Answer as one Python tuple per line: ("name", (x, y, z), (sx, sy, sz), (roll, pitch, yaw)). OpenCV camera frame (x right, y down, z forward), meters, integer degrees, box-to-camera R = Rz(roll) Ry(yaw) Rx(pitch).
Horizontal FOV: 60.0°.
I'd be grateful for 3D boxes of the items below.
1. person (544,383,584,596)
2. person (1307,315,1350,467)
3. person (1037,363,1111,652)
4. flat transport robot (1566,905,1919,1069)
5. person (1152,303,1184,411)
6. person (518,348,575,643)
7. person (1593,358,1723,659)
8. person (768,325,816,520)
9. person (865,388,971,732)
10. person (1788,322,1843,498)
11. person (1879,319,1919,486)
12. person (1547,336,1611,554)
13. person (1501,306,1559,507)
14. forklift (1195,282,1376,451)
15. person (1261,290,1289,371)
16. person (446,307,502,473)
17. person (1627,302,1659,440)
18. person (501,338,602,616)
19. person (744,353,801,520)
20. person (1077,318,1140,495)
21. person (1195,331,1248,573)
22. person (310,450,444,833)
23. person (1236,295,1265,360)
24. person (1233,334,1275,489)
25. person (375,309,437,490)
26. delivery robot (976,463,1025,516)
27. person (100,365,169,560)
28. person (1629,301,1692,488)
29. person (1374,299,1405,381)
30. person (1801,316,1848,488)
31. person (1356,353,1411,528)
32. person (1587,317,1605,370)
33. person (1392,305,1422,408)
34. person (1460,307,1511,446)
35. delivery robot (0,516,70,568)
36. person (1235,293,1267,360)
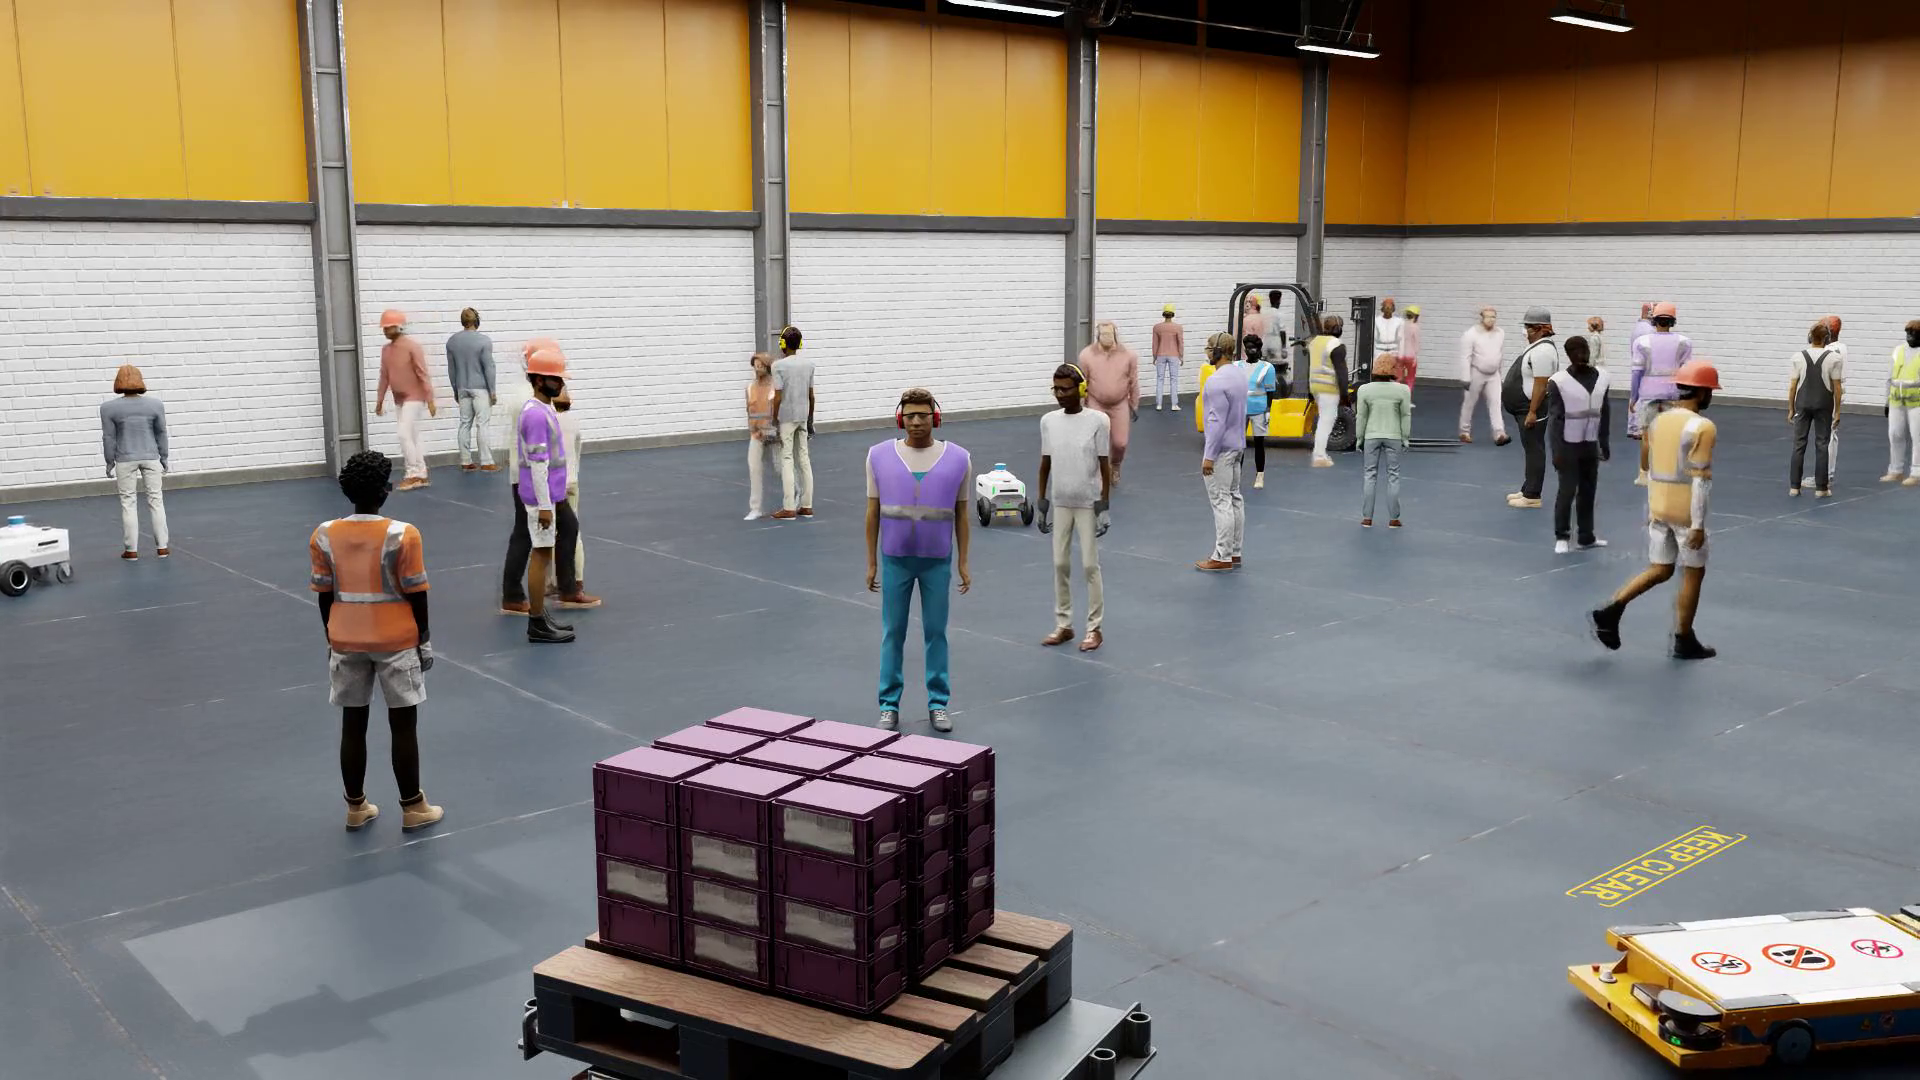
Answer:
("person", (-3.044, -0.387, 12.479), (0.310, 1.613, 0.587), (4, 11, 23))
("person", (4.453, -1.789, 20.040), (0.530, 1.827, 0.628), (-3, 10, -17))
("person", (0.733, -0.212, 10.740), (0.527, 1.856, 0.343), (5, 11, 28))
("flat transport robot", (2.848, 1.466, 5.532), (1.431, 0.197, 0.652), (-2, 10, -11))
("person", (3.411, -2.995, 27.266), (0.533, 1.772, 0.299), (3, 10, 19))
("person", (-2.717, -0.293, 10.964), (0.373, 1.933, 0.550), (-2, 10, -12))
("person", (4.410, -0.179, 10.399), (0.728, 1.913, 0.546), (-2, 10, -14))
("person", (-1.625, -1.130, 16.054), (0.530, 1.871, 0.323), (-9, 13, -42))
("person", (-0.224, 0.107, 8.879), (0.563, 1.848, 0.390), (0, 10, -3))
("person", (8.976, -1.358, 17.478), (0.505, 1.840, 0.344), (7, 12, 37))
("person", (10.555, -1.526, 18.460), (0.429, 1.841, 0.635), (-5, 11, -27))
("person", (5.338, -0.816, 14.246), (0.813, 1.870, 0.369), (-4, 11, -24))
("person", (5.770, -1.356, 16.877), (0.538, 2.000, 0.683), (3, 10, 17))
("forklift", (4.328, -2.346, 22.227), (2.313, 2.155, 1.214), (3, 10, 16))
("person", (5.463, -3.376, 28.936), (0.407, 1.953, 0.642), (-7, 12, -35))
("person", (-5.695, -1.750, 19.488), (0.628, 1.940, 0.373), (3, 10, 20))
("person", (9.499, -2.339, 23.028), (0.407, 1.904, 0.655), (1, 10, 8))
("person", (-2.878, -0.430, 11.673), (0.818, 1.956, 0.651), (0, 10, -2))
("person", (-1.831, -1.021, 16.189), (0.518, 1.617, 0.731), (5, 11, 27))
("person", (1.570, -1.420, 17.700), (0.688, 1.883, 0.477), (0, 10, 2))
("person", (2.111, -0.706, 13.369), (0.354, 1.937, 0.635), (5, 11, 28))
("person", (-2.559, 0.452, 7.300), (0.532, 1.696, 0.319), (1, 10, 7))
("person", (4.607, -2.941, 26.552), (0.410, 1.909, 0.642), (5, 11, 28))
("person", (3.160, -1.398, 18.131), (0.533, 1.698, 0.318), (5, 11, 26))
("person", (-6.039, -1.510, 18.006), (0.698, 1.962, 0.702), (7, 12, 35))
("delivery robot", (0.385, -0.487, 15.863), (0.477, 0.478, 0.707), (-2, 10, -12))
("person", (-6.881, -0.644, 13.904), (0.500, 1.633, 0.283), (-7, 12, -35))
("person", (7.645, -1.584, 18.206), (0.609, 2.044, 0.395), (2, 10, 13))
("person", (7.100, -3.101, 27.751), (0.576, 1.838, 0.998), (1, 10, 8))
("person", (9.502, -1.512, 18.248), (0.356, 1.886, 0.574), (8, 12, 39))
("person", (3.946, -0.922, 15.528), (0.499, 1.634, 0.280), (3, 10, 17))
("person", (9.449, -2.508, 24.803), (0.307, 1.639, 0.513), (6, 11, 30))
("person", (7.394, -3.049, 27.719), (0.652, 1.734, 0.528), (-7, 12, -36))
("person", (7.045, -2.190, 22.314), (0.676, 1.850, 1.004), (-2, 10, -11))
("delivery robot", (-7.162, 0.061, 12.651), (0.477, 0.478, 0.707), (3, 10, 20))
("person", (4.921, -3.211, 28.158), (0.468, 1.902, 0.615), (-8, 13, -40))
